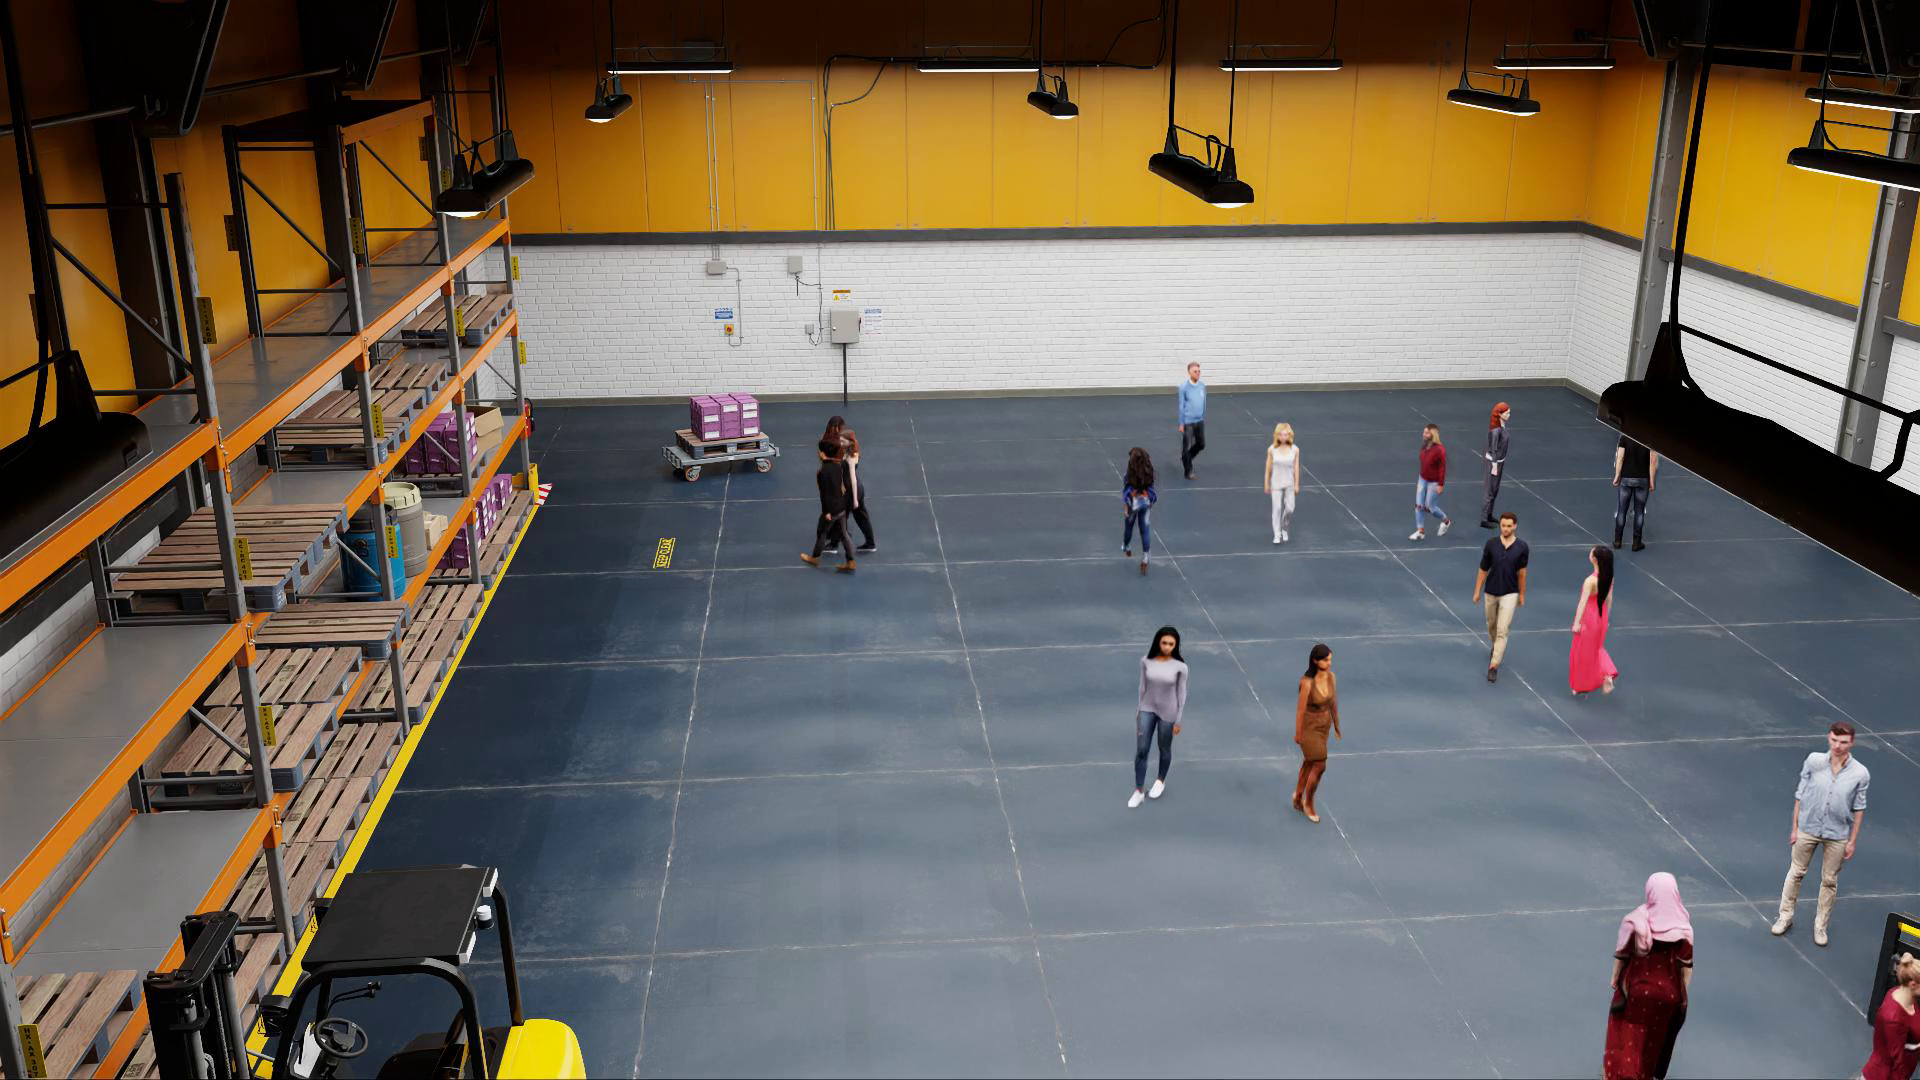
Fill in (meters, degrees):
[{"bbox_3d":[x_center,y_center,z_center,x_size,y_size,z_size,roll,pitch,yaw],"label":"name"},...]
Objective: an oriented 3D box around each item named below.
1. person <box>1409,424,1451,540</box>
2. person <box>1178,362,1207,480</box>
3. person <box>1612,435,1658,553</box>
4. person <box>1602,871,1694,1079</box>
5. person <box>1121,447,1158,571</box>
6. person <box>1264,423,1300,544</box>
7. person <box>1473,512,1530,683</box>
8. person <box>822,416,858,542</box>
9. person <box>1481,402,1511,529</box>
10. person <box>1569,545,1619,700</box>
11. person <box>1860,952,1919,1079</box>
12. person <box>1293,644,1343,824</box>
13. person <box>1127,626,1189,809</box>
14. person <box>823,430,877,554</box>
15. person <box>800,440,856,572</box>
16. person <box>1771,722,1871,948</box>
[{"bbox_3d":[6.385,-0.774,22.399,0.833,1.620,0.833,-8,20,-23],"label":"person"},{"bbox_3d":[3.473,-1.834,25.257,0.790,1.804,0.860,-9,21,-24],"label":"person"},{"bbox_3d":[8.944,-0.801,22.046,0.749,1.896,0.765,10,21,28],"label":"person"},{"bbox_3d":[4.625,3.021,11.132,0.827,1.618,0.887,9,21,26],"label":"person"},{"bbox_3d":[2.303,-0.375,21.290,0.754,1.571,1.106,-4,19,-11],"label":"person"},{"bbox_3d":[4.339,-0.778,22.349,0.677,1.660,0.656,3,19,10],"label":"person"},{"bbox_3d":[5.904,0.563,18.119,1.071,1.818,1.267,9,21,26],"label":"person"},{"bbox_3d":[-1.658,-0.845,22.446,0.756,1.724,0.720,5,19,13],"label":"person"},{"bbox_3d":[7.380,-1.044,22.952,0.730,1.779,0.634,9,21,26],"label":"person"},{"bbox_3d":[6.642,0.901,17.278,0.773,1.714,0.880,-11,21,-29],"label":"person"},{"bbox_3d":[5.630,3.281,10.257,0.969,1.684,0.909,15,24,38],"label":"person"},{"bbox_3d":[3.125,1.697,14.975,0.710,1.675,0.770,-17,25,-41],"label":"person"},{"bbox_3d":[1.872,1.574,15.282,0.863,1.712,0.978,8,20,24],"label":"person"},{"bbox_3d":[-1.315,-0.609,21.785,0.740,1.700,0.915,-1,19,-4],"label":"person"},{"bbox_3d":[-1.560,-0.395,21.170,1.076,1.686,1.084,11,21,29],"label":"person"},{"bbox_3d":[6.766,2.266,13.015,0.733,1.847,0.764,12,22,31],"label":"person"}]
